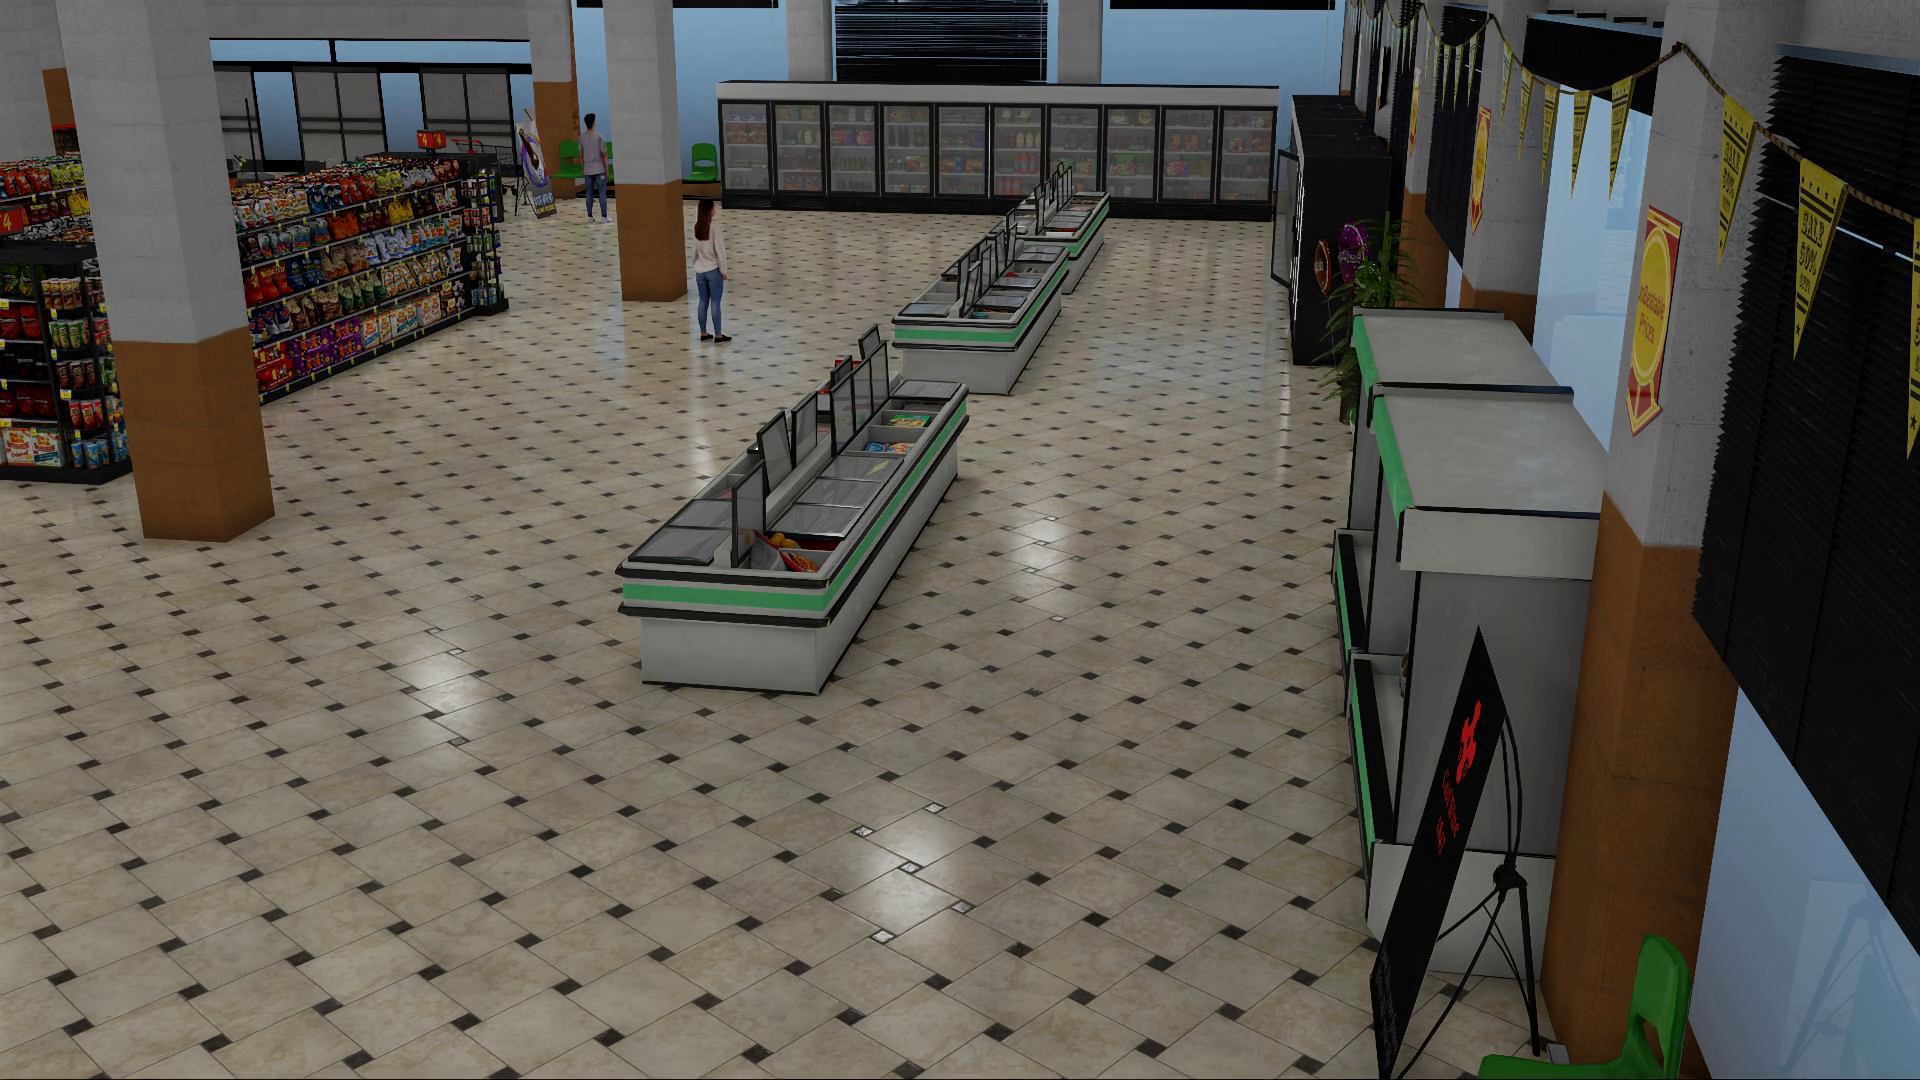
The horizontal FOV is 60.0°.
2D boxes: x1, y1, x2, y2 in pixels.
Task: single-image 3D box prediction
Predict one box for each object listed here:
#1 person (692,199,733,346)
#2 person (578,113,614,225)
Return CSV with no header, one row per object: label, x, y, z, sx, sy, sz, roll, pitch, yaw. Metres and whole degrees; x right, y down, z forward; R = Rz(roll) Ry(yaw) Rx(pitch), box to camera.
person,-2.945,-3.160,19.565,0.693,1.692,0.678,12,22,31
person,-6.446,-6.548,29.304,0.656,1.890,0.543,3,19,9
